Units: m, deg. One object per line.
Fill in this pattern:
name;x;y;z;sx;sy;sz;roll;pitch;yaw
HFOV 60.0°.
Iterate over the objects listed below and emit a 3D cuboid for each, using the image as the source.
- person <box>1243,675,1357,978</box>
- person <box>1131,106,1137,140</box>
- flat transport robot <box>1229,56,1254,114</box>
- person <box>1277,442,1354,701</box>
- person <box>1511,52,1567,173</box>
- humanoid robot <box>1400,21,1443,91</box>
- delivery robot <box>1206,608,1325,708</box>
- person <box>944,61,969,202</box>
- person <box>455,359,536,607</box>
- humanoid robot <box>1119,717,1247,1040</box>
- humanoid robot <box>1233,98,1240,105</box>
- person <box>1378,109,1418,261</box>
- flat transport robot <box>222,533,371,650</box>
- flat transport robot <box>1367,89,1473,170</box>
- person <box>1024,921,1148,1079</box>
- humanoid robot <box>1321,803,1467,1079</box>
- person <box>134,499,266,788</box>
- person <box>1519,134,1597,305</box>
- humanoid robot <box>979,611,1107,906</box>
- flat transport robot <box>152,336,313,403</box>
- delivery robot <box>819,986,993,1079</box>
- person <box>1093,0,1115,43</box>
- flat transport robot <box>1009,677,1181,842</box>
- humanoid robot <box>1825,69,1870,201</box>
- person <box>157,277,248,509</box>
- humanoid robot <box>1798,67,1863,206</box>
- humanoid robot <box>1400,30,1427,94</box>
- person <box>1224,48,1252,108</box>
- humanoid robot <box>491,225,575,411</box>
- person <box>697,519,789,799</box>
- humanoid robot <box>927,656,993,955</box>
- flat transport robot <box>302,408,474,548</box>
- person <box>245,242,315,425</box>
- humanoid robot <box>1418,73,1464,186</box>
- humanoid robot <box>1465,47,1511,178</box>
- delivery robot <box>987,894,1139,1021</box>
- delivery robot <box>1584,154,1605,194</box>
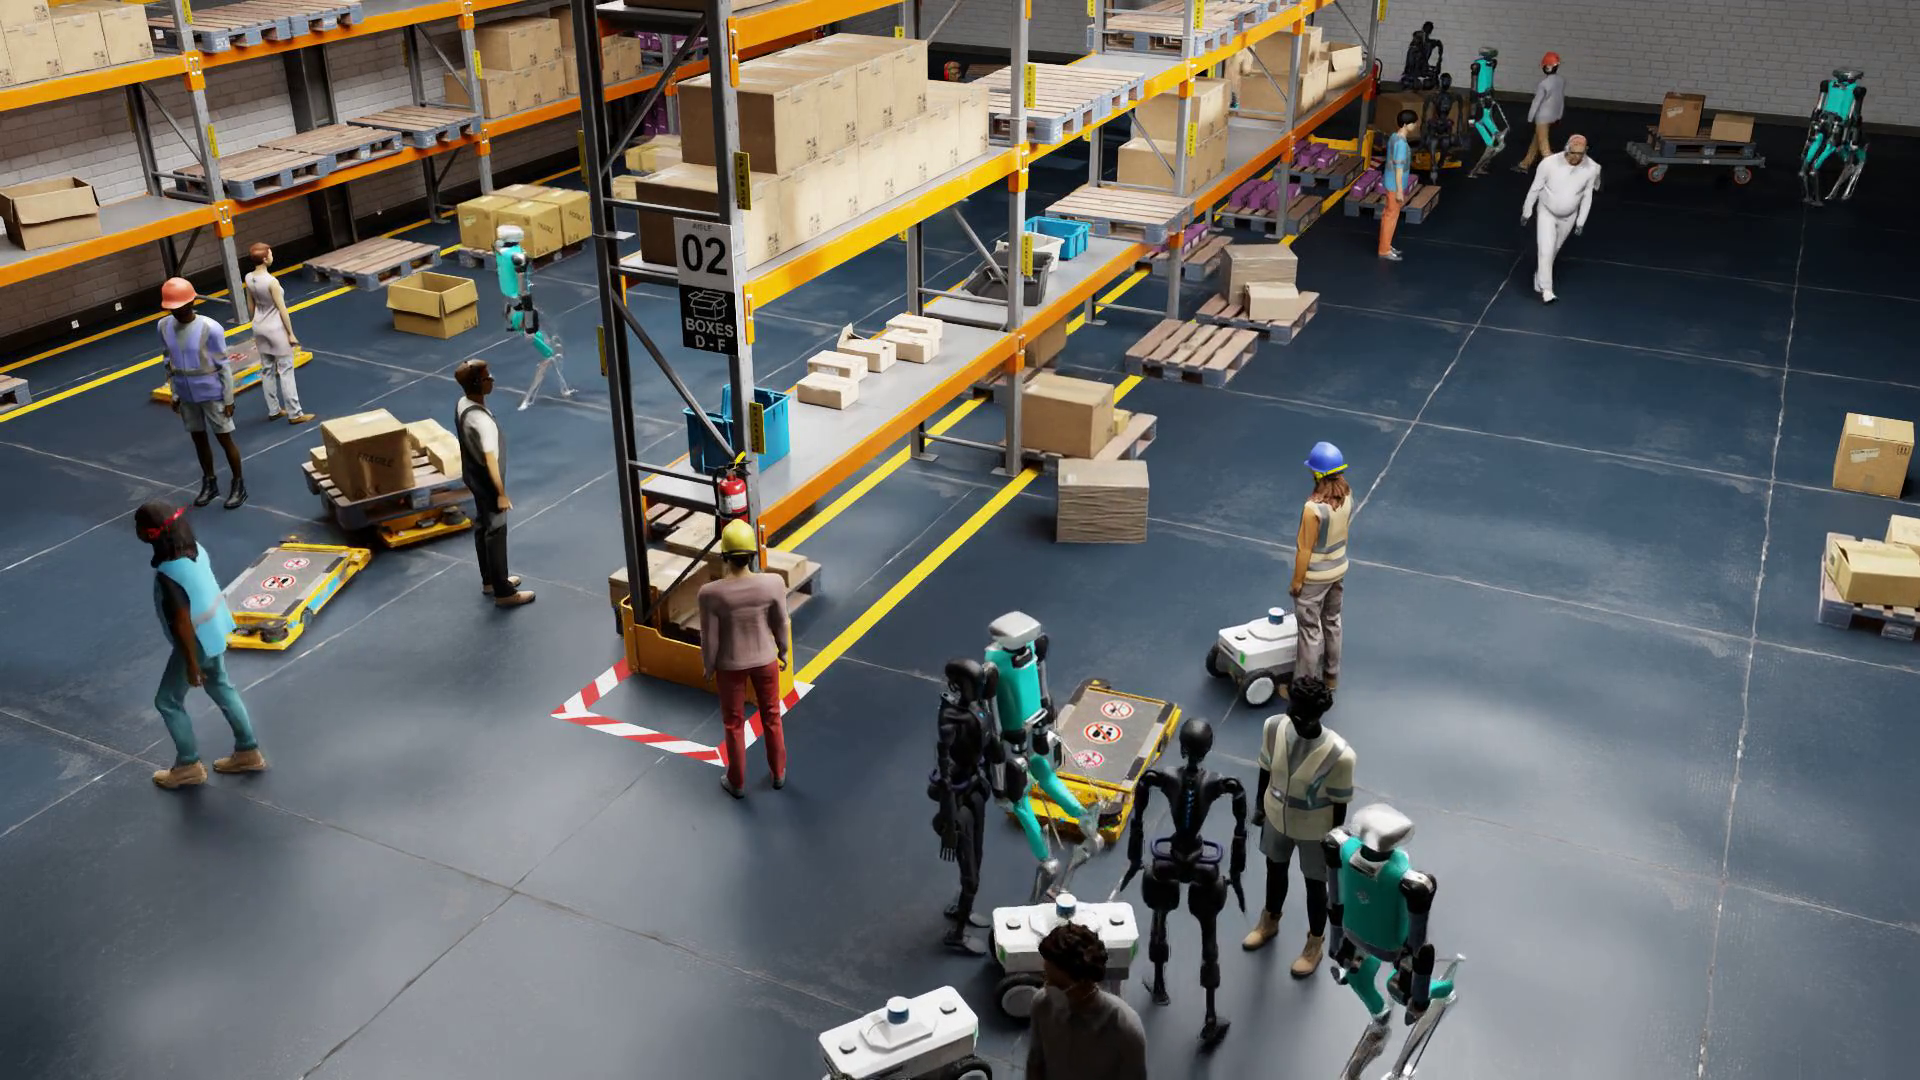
person;1.698;1.409;8.330;0.535;1.693;0.320;23;34;38
person;2.726;-6.560;24.271;0.361;1.829;0.515;21;33;36
flat transport robot;4.727;-6.954;26.826;1.431;0.231;0.659;21;33;36
person;2.288;0.208;10.670;0.459;1.769;0.342;-21;33;-36
person;8.073;-5.863;22.999;0.579;1.710;0.840;-20;33;-35
humanoid robot;7.108;-7.130;25.596;0.601;1.652;0.324;0;26;0
delivery robot;2.058;0.727;10.971;0.776;0.580;0.499;-10;28;-20
person;-0.122;-5.322;21.750;0.390;1.846;0.564;22;34;37
person;-3.342;-0.405;11.819;0.346;1.846;0.507;-16;31;-29
humanoid robot;1.071;1.622;7.943;0.610;1.643;0.454;4;27;7
humanoid robot;4.301;-6.661;24.580;0.700;1.789;0.536;-2;26;-5
person;5.129;-4.160;19.506;0.339;1.759;0.499;3;27;6
flat transport robot;-4.886;0.365;12.041;0.659;0.231;1.431;3;26;6
flat transport robot;6.627;-5.649;24.188;0.659;0.231;1.431;-7;27;-15
person;0.488;2.255;6.426;0.539;1.854;0.671;6;27;12
humanoid robot;1.937;1.855;7.373;0.916;1.744;0.544;-21;33;-36
person;-4.600;0.613;9.759;0.733;1.841;0.560;-2;26;-5
person;6.500;-3.500;18.089;0.717;1.826;1.017;-1;26;-2
humanoid robot;0.472;1.291;8.614;0.769;1.862;0.554;20;33;35
flat transport robot;-7.023;-1.641;16.093;0.659;0.231;1.431;10;28;19
delivery robot;-0.264;2.372;7.681;0.811;0.609;0.499;-14;30;-26
person;2.493;-8.943;28.969;0.417;1.929;0.545;-5;27;-10
flat transport robot;0.851;1.309;10.134;0.659;0.231;1.431;10;28;19
humanoid robot;11.692;-5.270;21.784;0.767;1.787;0.530;-8;27;-16
person;-6.059;-1.165;13.270;0.541;1.930;0.374;4;27;8
humanoid robot;11.197;-5.205;21.632;0.757;1.776;0.535;-20;33;-35
humanoid robot;6.750;-6.784;24.904;0.349;1.646;0.597;3;26;6
person;4.022;-6.677;24.525;0.561;1.827;0.987;14;30;26
humanoid robot;-3.834;-2.046;15.349;0.787;1.839;0.570;-20;33;-35
person;-1.248;0.695;9.686;0.532;1.768;0.308;-10;28;-19
humanoid robot;0.077;1.321;8.521;0.411;1.656;0.608;11;29;22
flat transport robot;-4.541;-0.337;13.459;0.659;0.231;1.431;-18;31;-32
person;-6.171;-1.852;14.947;0.453;1.659;0.274;13;29;24
humanoid robot;6.423;-5.406;22.180;0.600;1.638;0.791;1;26;2
humanoid robot;7.342;-5.879;22.960;0.542;1.764;0.655;-23;34;-38
delivery robot;0.492;2.042;8.342;0.776;0.605;0.525;-2;26;-3
delivery robot;8.395;-5.017;22.581;0.499;0.587;0.777;-2;26;-5
